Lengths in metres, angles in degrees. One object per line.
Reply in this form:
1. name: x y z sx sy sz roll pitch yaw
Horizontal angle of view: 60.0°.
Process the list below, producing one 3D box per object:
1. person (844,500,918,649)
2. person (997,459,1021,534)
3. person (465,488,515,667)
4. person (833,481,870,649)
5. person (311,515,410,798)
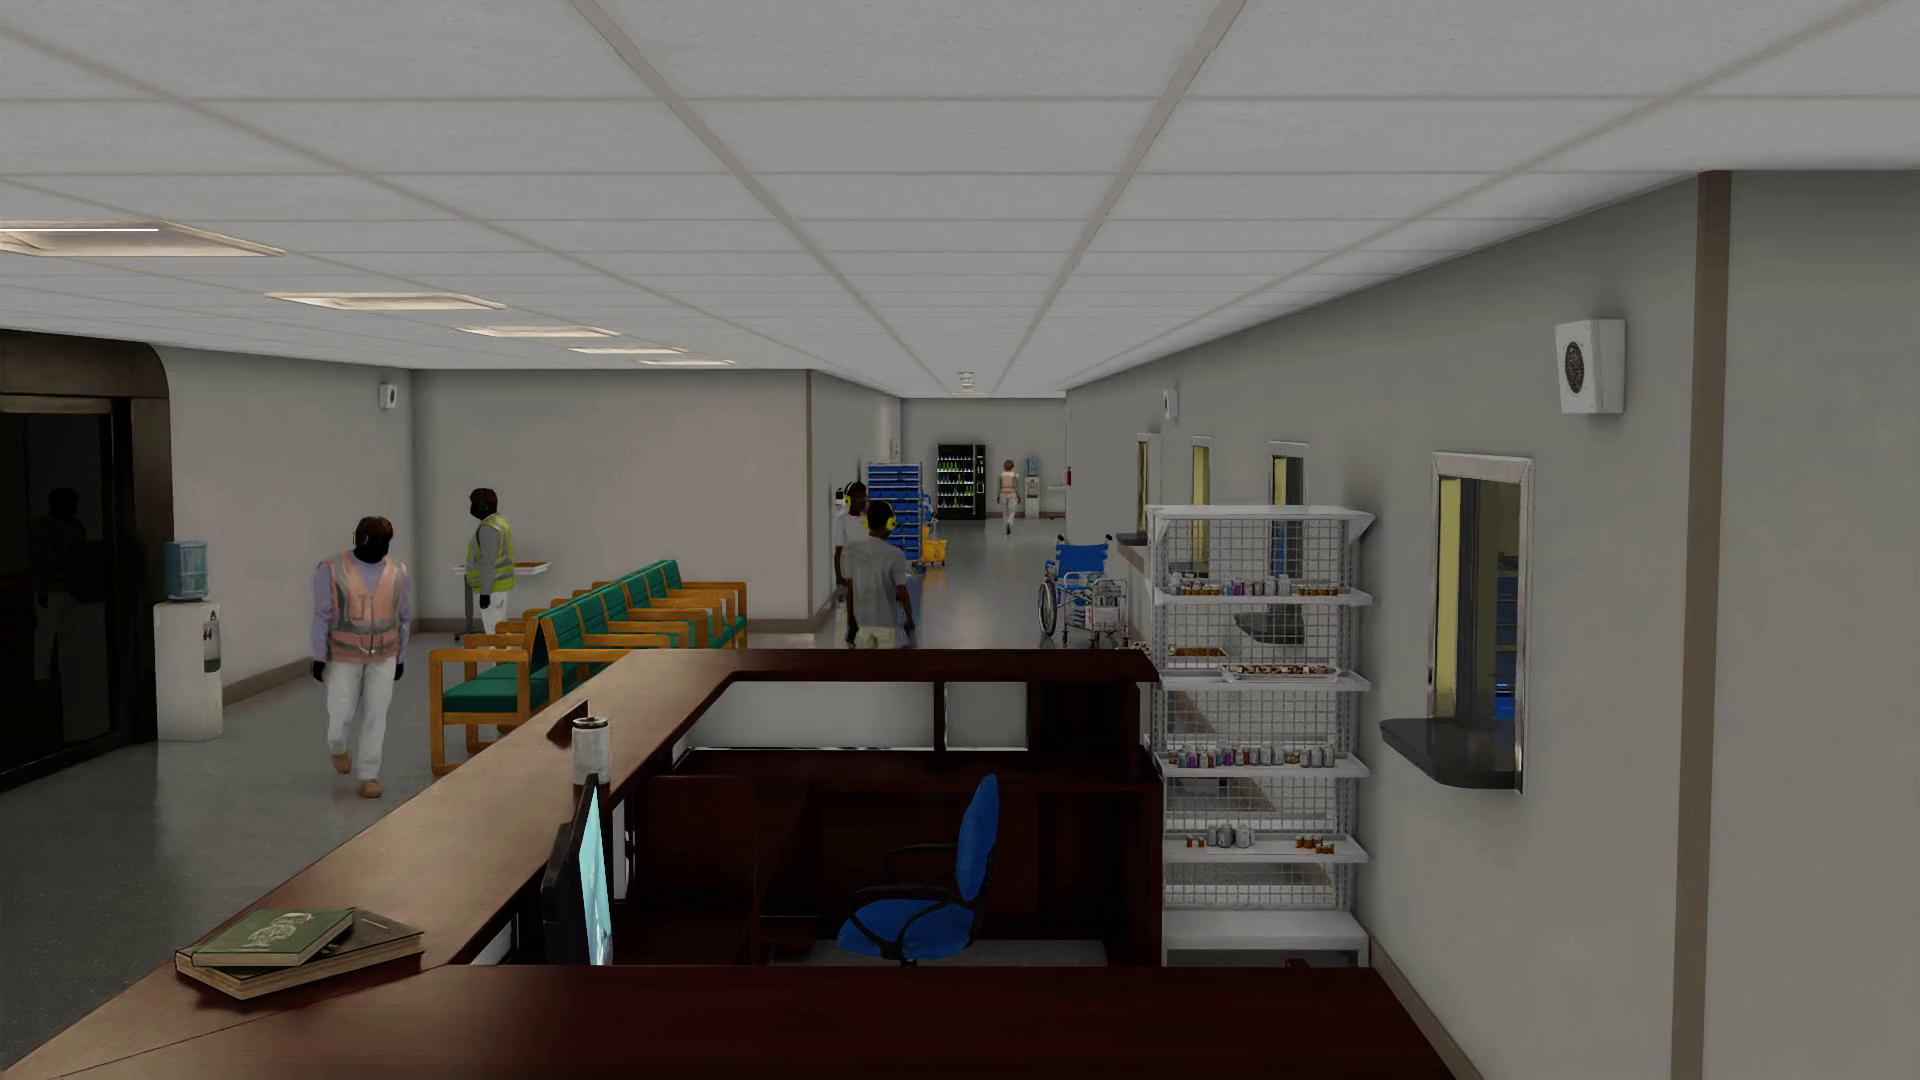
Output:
1. person: -0.568 0.631 12.112 0.575 1.851 0.388 2 5 31
2. person: 1.026 -0.904 35.327 0.523 1.620 0.668 1 4 13
3. person: -4.247 0.441 15.031 0.431 1.831 0.638 -1 4 -11
4. person: -0.981 0.385 15.468 0.308 1.868 0.532 3 5 35
5. person: -3.911 0.742 10.835 0.649 1.819 0.655 -3 5 -35
